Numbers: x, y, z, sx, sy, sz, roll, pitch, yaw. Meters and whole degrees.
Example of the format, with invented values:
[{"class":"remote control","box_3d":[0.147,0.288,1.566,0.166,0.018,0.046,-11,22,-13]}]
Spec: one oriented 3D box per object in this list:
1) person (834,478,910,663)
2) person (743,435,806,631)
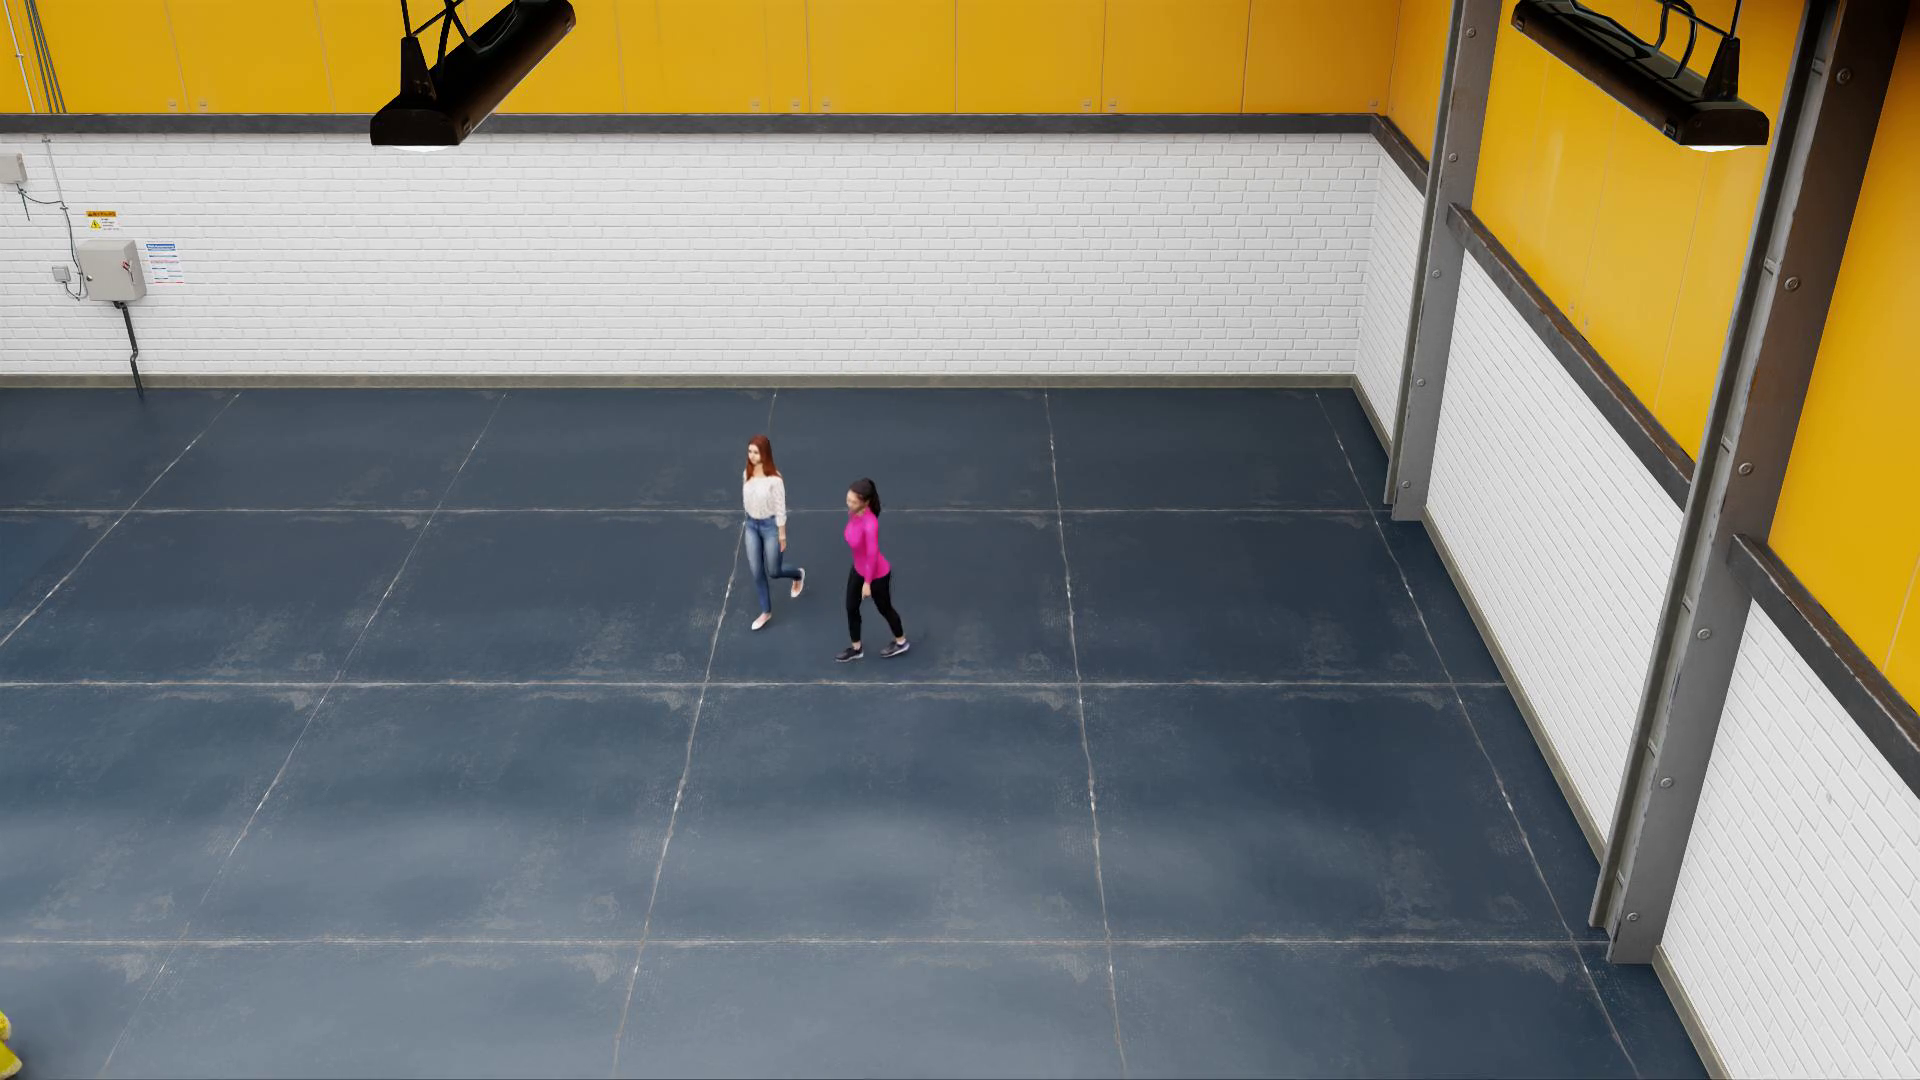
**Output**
[{"class":"person","box_3d":[-0.650,0.233,13.298,0.911,1.666,0.915,-13,31,-22]},{"class":"person","box_3d":[-1.579,-0.104,13.878,0.845,1.702,0.990,16,33,27]}]
